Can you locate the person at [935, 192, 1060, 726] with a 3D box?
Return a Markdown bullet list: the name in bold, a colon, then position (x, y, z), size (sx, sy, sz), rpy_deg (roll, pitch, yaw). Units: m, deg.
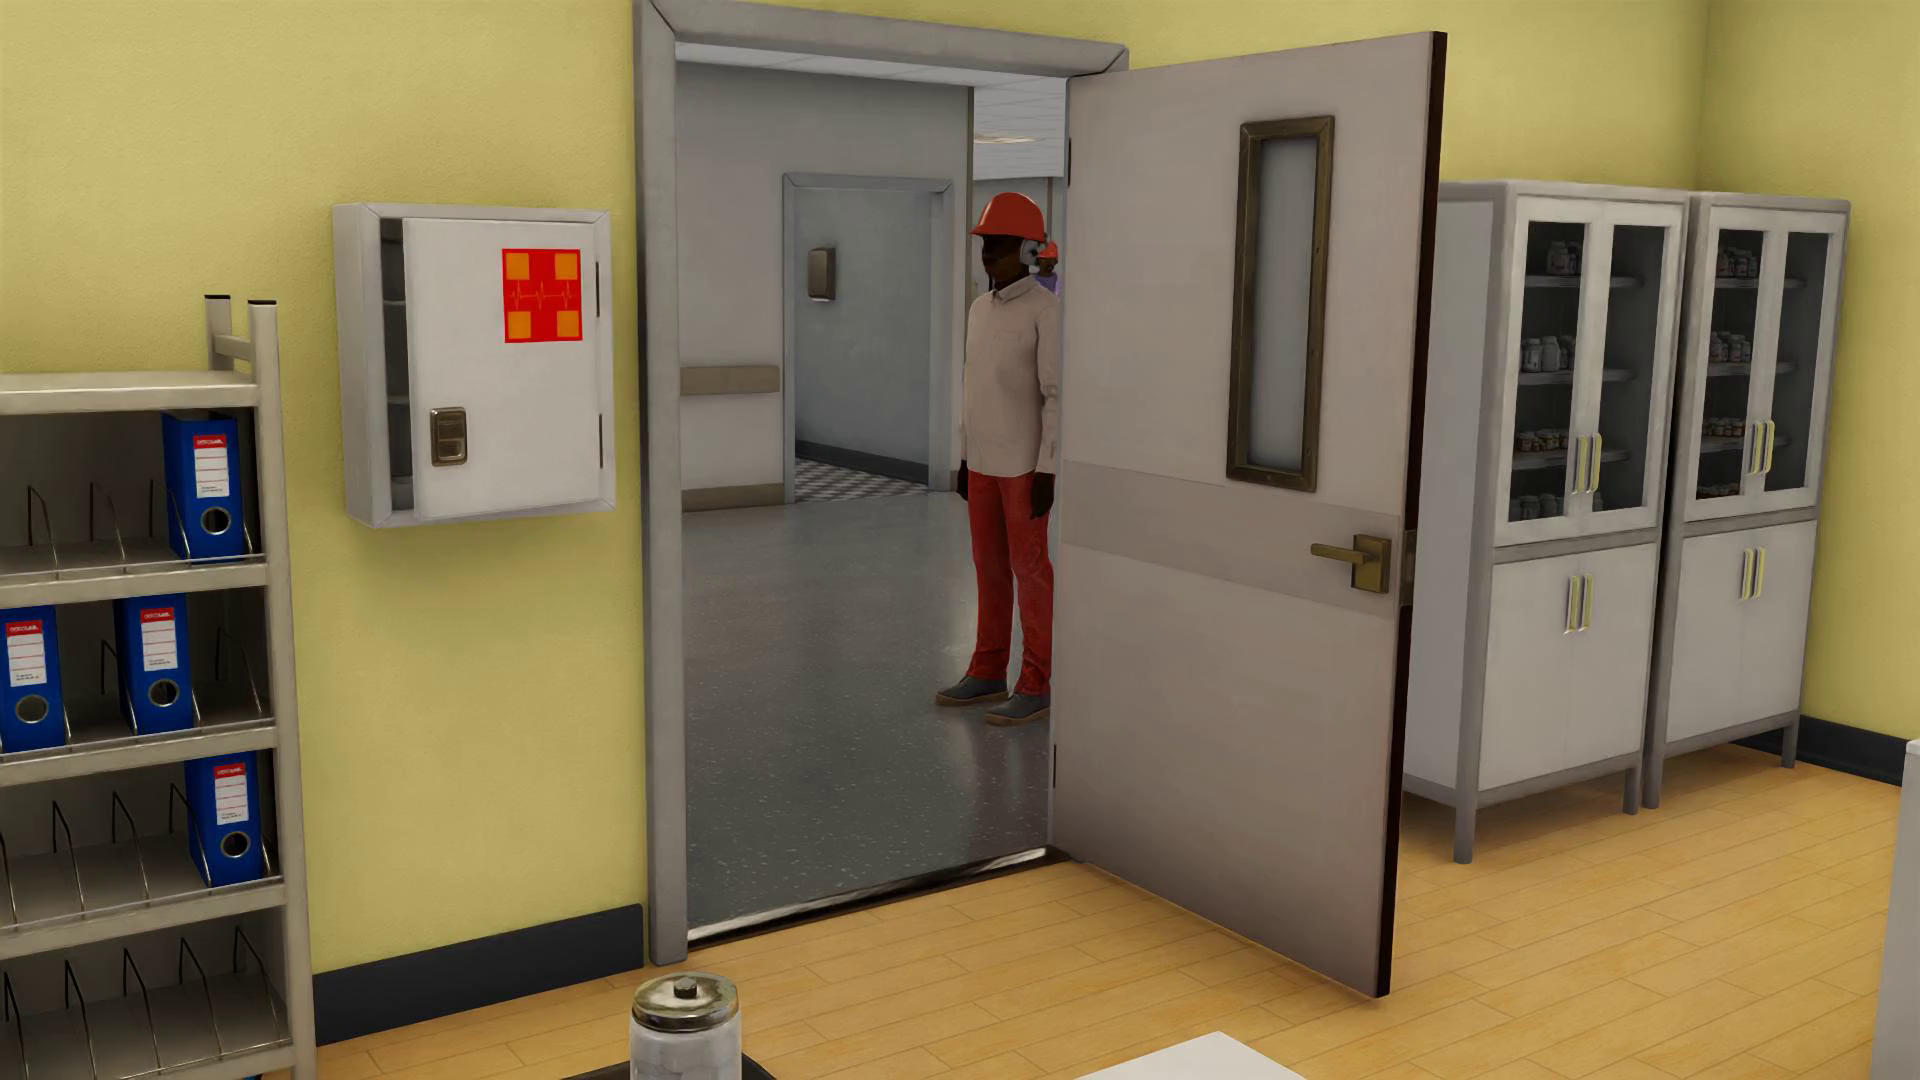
- **person**: position (0.180, -0.305, 6.331), size (0.374, 1.997, 0.614), rpy_deg (-6, 12, -34)
